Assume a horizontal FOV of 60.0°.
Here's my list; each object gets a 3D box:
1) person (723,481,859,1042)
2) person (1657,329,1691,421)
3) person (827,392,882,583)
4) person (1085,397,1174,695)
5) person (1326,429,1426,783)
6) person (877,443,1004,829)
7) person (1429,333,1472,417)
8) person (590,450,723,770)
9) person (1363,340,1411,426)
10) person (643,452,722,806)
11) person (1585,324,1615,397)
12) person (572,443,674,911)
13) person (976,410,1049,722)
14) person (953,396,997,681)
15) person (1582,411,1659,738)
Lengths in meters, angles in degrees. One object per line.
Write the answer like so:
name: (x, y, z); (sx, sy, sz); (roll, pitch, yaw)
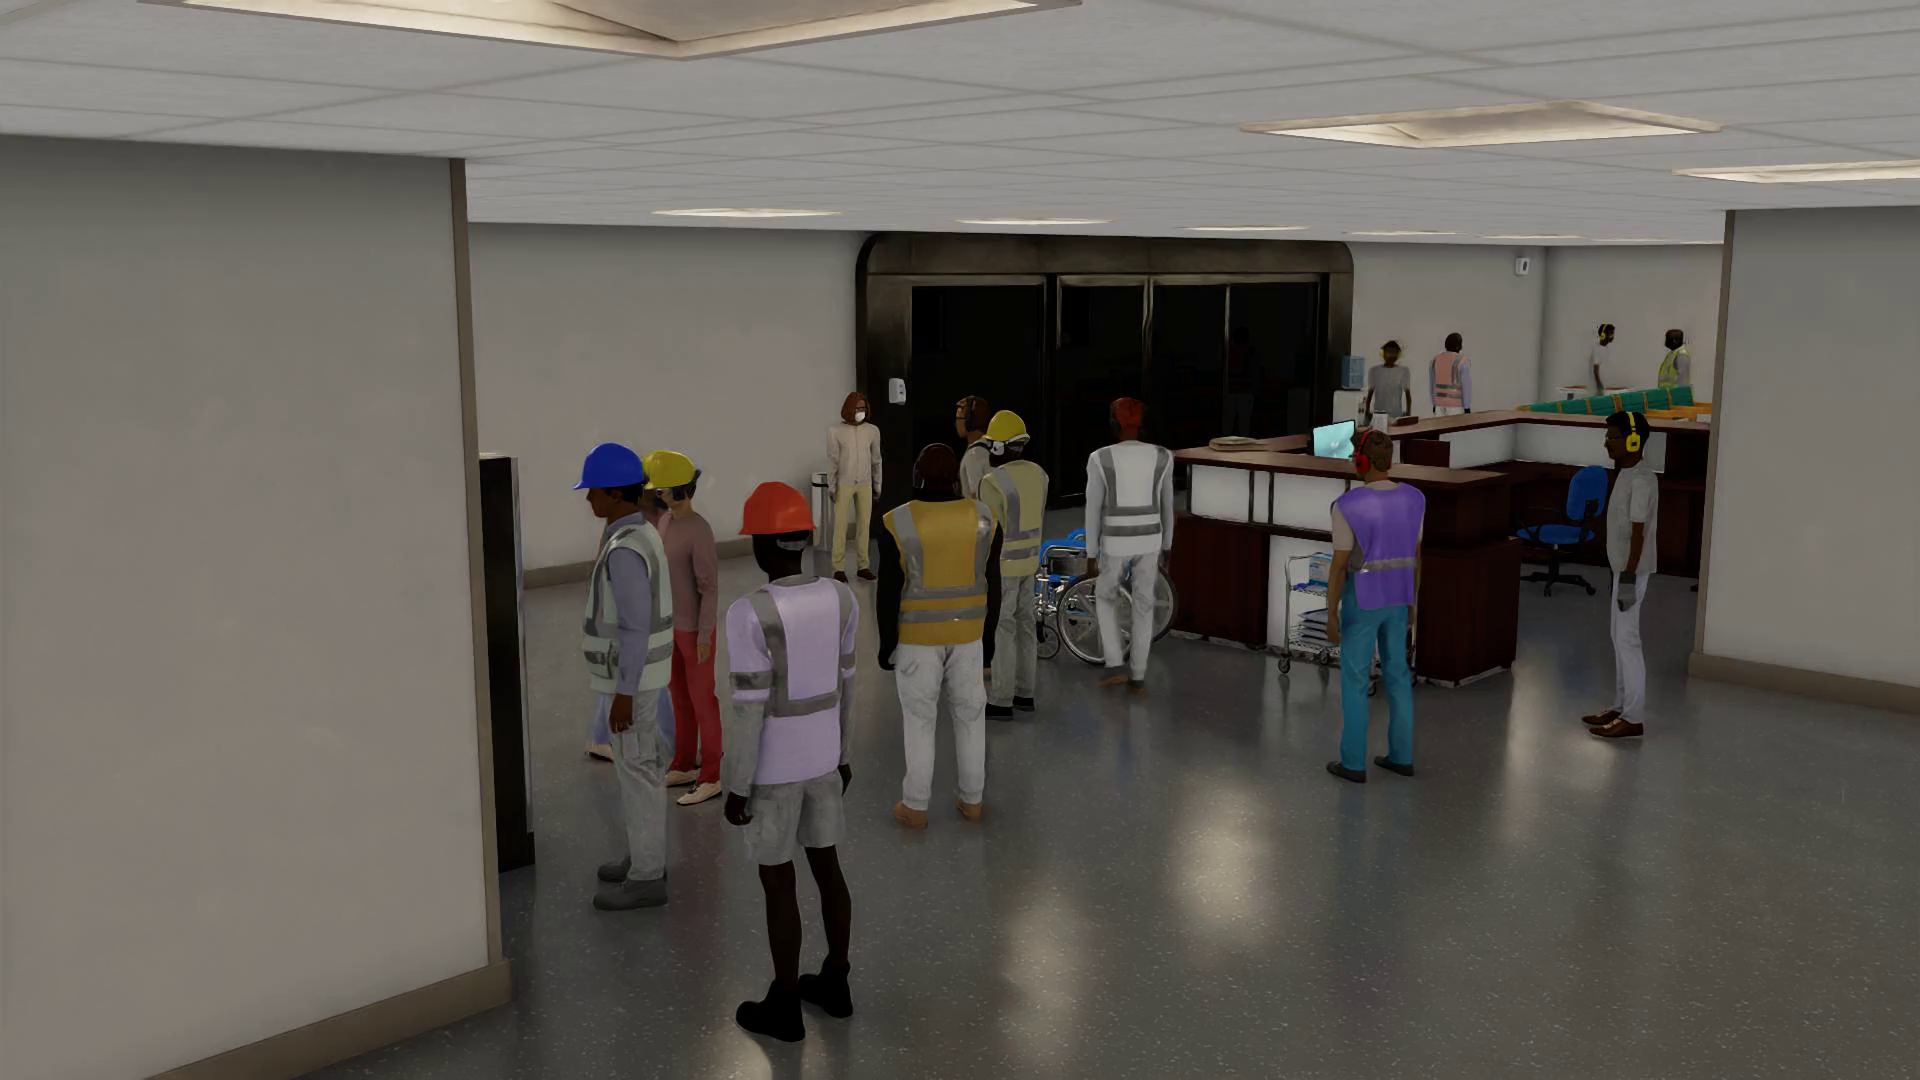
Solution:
person: (-0.606, 0.758, 5.780); (0.377, 1.932, 0.552); (8, 13, 42)
person: (9.980, -2.049, 23.333); (0.474, 1.822, 0.638); (3, 10, 15)
person: (-0.893, -0.447, 14.134); (0.504, 1.627, 0.285); (-5, 10, -27)
person: (1.065, 0.042, 10.375); (0.615, 1.872, 0.404); (-1, 9, -7)
person: (2.154, 0.349, 8.612); (0.571, 1.835, 0.382); (-4, 10, -22)
person: (-0.108, 0.456, 7.928); (0.623, 1.844, 0.429); (-3, 10, -19)
person: (6.310, -1.733, 21.338); (0.429, 1.847, 0.625); (-6, 11, -35)
person: (-1.631, 0.381, 8.781); (0.890, 1.699, 0.582); (3, 10, 19)
person: (5.059, -1.446, 19.687); (0.514, 1.805, 1.015); (1, 9, 9)
person: (-1.387, 0.435, 8.292); (0.329, 1.764, 0.524); (-7, 11, -35)
person: (9.489, -2.277, 24.659); (0.510, 1.846, 0.487); (-8, 12, -42)
person: (-1.391, 0.562, 6.948); (0.397, 1.944, 0.617); (-1, 9, -7)
person: (0.271, 0.151, 9.821); (0.404, 1.833, 0.590); (6, 11, 34)
person: (0.102, -0.011, 10.766); (0.330, 1.844, 0.520); (2, 9, 12)
person: (3.780, 0.196, 9.462); (0.326, 1.863, 0.508); (2, 10, 13)
